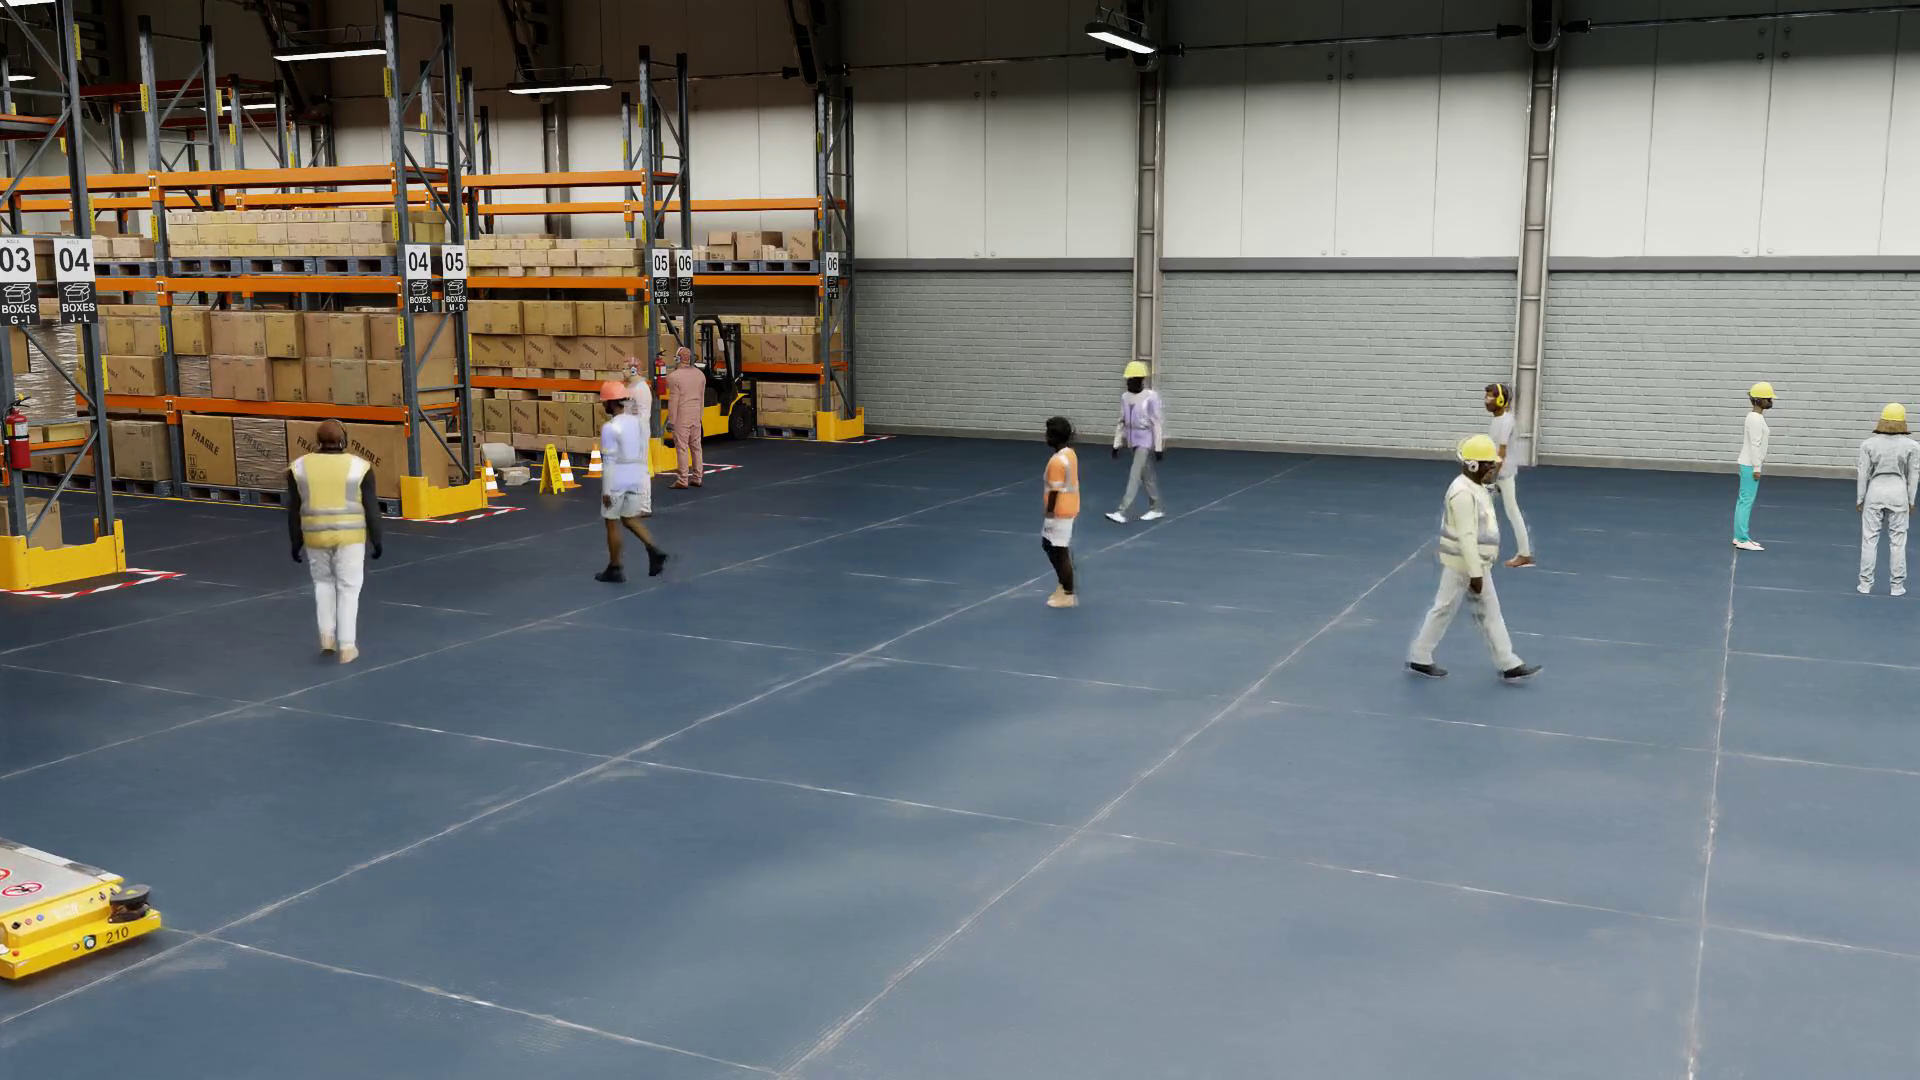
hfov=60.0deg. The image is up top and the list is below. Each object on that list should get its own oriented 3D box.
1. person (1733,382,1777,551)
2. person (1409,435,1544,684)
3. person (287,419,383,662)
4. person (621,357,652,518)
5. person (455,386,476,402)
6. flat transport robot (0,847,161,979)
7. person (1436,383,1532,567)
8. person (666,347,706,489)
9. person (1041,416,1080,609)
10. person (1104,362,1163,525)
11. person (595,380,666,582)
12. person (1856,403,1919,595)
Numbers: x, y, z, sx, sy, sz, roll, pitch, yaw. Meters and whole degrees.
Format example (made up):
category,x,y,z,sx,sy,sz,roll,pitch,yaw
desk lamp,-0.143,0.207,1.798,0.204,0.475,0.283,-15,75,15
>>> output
category,x,y,z,sx,sy,sz,roll,pitch,yaw
person,8.372,-0.778,17.521,0.324,1.769,0.523,4,10,22
person,3.655,0.150,11.788,0.943,1.778,0.619,5,11,29
person,-4.701,-0.005,12.584,0.661,1.825,0.537,-1,9,-9
person,-3.869,-1.215,19.771,0.407,1.906,0.655,-3,10,-16
person,-8.397,-2.657,28.204,0.536,2.000,0.688,6,11,32
flat transport robot,-4.312,1.612,7.443,1.431,0.197,0.652,6,11,31
person,5.250,-0.624,16.405,0.955,1.819,0.543,0,9,-2
person,-3.707,-1.636,22.356,0.410,1.909,0.642,6,11,34
person,0.837,-0.234,14.407,0.405,1.682,0.560,3,10,16
person,2.025,-1.124,19.310,0.987,1.869,0.611,-6,11,-32
person,-3.137,-0.538,15.561,0.650,1.923,0.567,4,10,25
person,8.406,-0.371,15.092,0.483,1.745,0.306,5,11,30
